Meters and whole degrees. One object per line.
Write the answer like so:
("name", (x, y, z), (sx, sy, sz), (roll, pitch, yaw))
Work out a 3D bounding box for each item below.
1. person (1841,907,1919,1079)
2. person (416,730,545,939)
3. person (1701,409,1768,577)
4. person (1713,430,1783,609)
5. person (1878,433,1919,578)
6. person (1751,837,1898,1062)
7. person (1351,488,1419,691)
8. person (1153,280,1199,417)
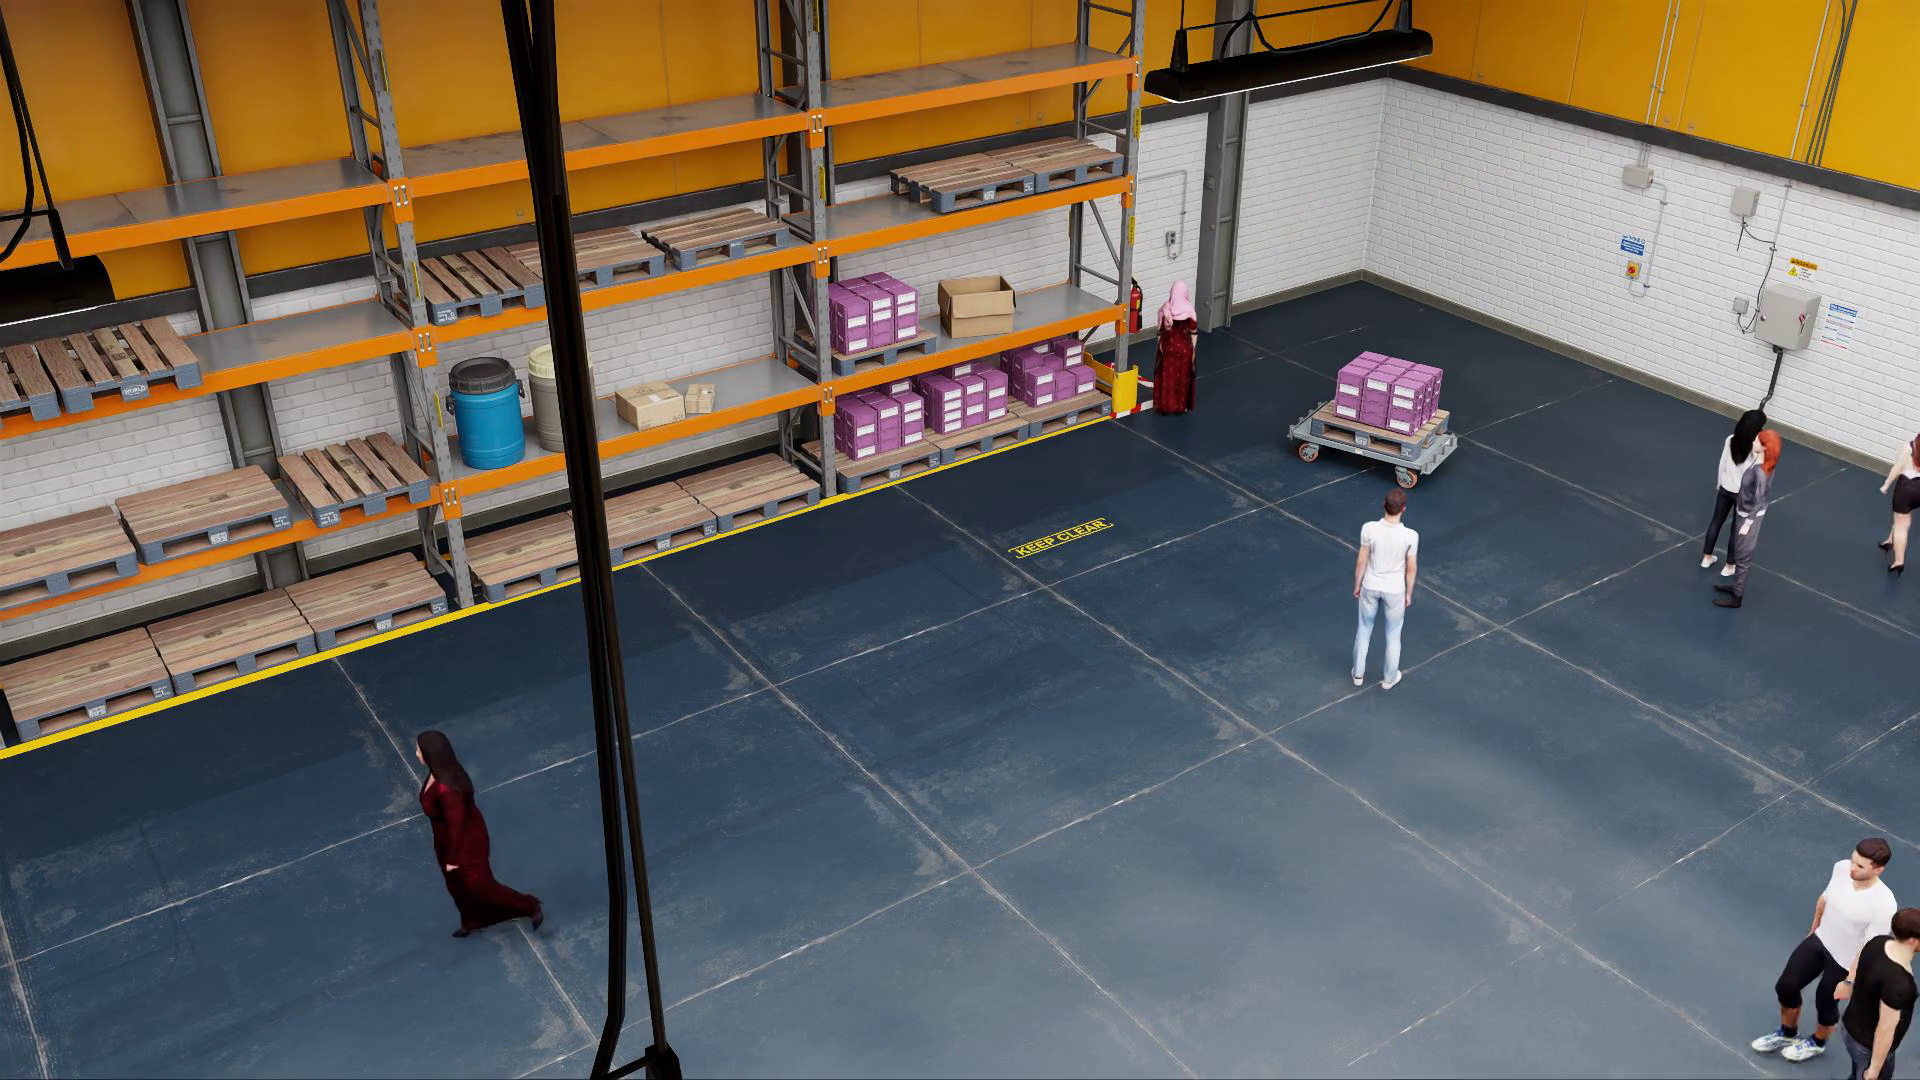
("person", (5.180, 2.870, 9.630), (1.082, 1.880, 1.042), (6, 29, 11))
("person", (-3.315, 2.028, 11.327), (0.921, 1.734, 0.730), (-17, 33, -28))
("person", (7.449, -0.473, 15.948), (0.524, 1.700, 0.601), (-18, 34, -30))
("person", (7.294, -0.206, 15.375), (0.708, 1.779, 0.590), (12, 31, 21))
("person", (9.115, -0.399, 15.886), (0.873, 1.629, 0.877), (-1, 29, -1))
("person", (5.509, 2.541, 10.282), (0.816, 1.834, 0.805), (-6, 29, -11))
("person", (3.601, 0.423, 14.148), (0.728, 1.850, 0.738), (11, 30, 19))
("person", (2.497, -2.223, 19.219), (0.762, 1.639, 0.797), (8, 30, 15))
